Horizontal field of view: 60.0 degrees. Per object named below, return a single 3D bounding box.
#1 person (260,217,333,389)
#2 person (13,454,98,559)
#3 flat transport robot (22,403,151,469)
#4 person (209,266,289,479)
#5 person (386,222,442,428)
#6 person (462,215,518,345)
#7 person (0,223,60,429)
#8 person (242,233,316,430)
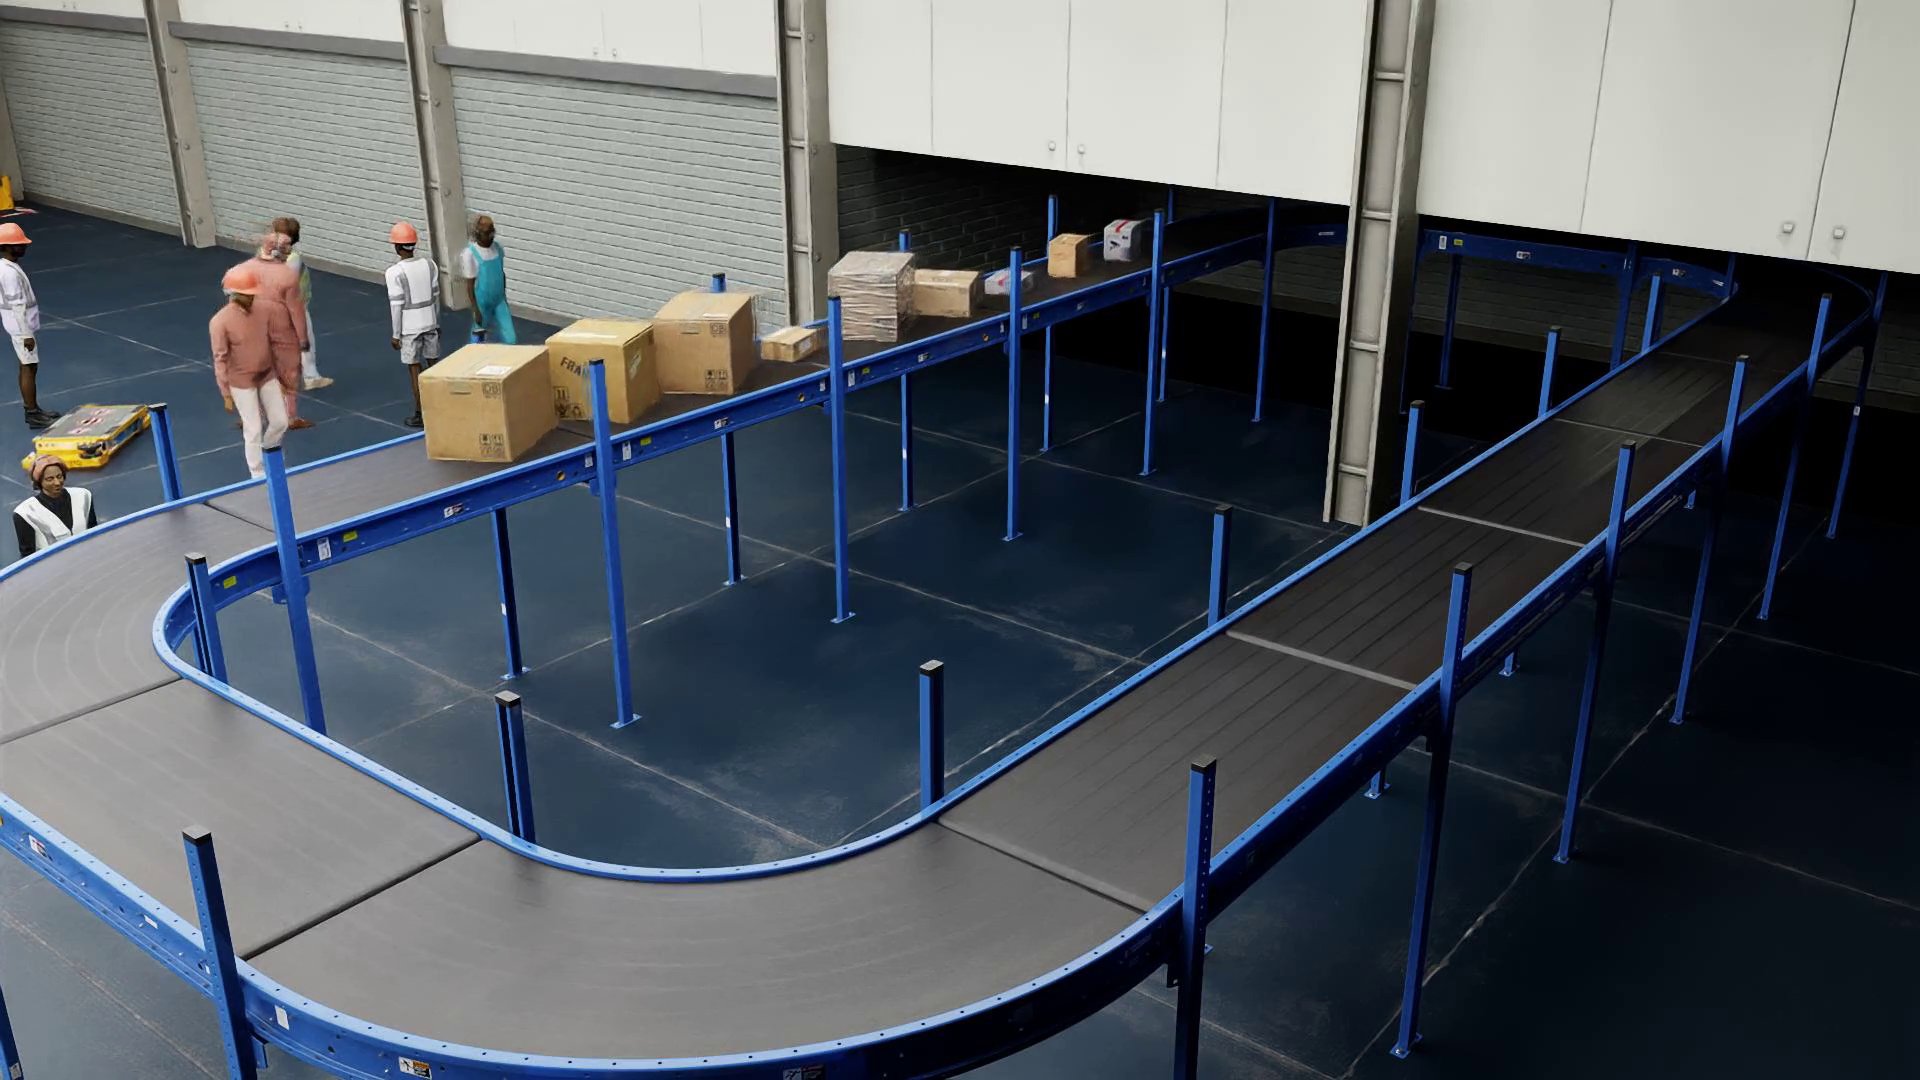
[{"bbox_3d":[-6.802,-2.318,16.626,0.664,1.803,0.847,17,27,37],"label":"person"},{"bbox_3d":[-5.529,0.247,10.320,0.311,1.638,0.521,12,24,28],"label":"person"},{"bbox_3d":[-7.985,-0.979,15.274,0.652,0.197,1.431,-2,22,-5],"label":"flat transport robot"},{"bbox_3d":[-5.903,-1.318,13.850,0.635,1.973,0.688,12,24,28],"label":"person"},{"bbox_3d":[-5.136,-2.020,15.680,0.358,1.938,0.542,15,26,32],"label":"person"},{"bbox_3d":[-4.639,-2.331,16.635,0.913,1.802,0.545,17,27,36],"label":"person"},{"bbox_3d":[-8.798,-2.017,15.672,0.375,1.935,0.550,-13,25,-30],"label":"person"},{"bbox_3d":[-6.472,-1.950,15.608,0.808,1.866,0.432,6,22,14],"label":"person"}]
